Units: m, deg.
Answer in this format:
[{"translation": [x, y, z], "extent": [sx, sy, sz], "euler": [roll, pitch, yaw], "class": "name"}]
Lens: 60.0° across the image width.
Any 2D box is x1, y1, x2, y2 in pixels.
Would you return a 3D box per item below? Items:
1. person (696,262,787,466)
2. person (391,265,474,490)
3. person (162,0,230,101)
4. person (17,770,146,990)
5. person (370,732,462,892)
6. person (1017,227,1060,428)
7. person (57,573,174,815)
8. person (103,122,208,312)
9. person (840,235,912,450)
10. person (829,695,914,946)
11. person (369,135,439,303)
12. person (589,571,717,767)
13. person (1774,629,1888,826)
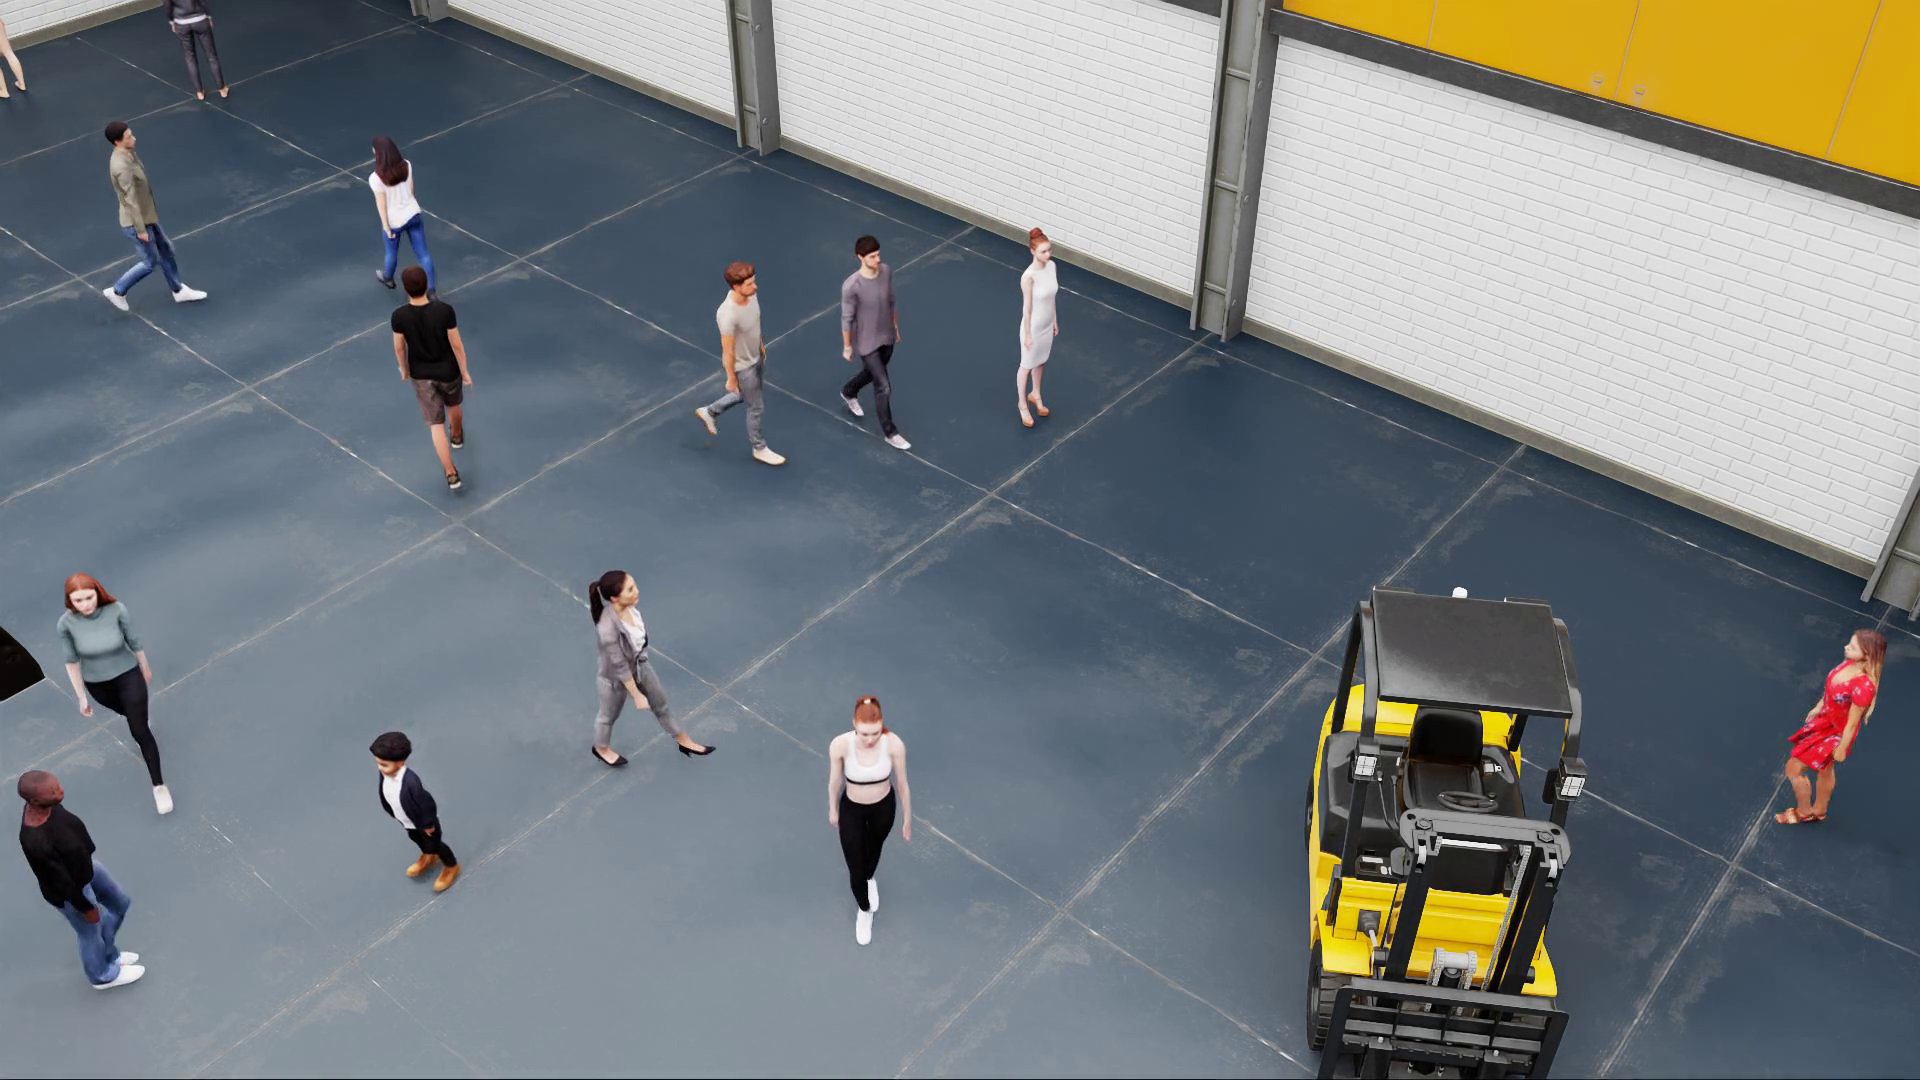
[{"translation": [-1.798, -1.429, 13.264], "extent": [1.158, 1.867, 0.965], "euler": [7, 39, 9], "class": "person"}, {"translation": [-4.136, -1.252, 13.081], "extent": [1.094, 1.819, 1.298], "euler": [-11, 40, -14], "class": "person"}, {"translation": [-8.744, -5.900, 18.939], "extent": [0.698, 1.772, 0.710], "euler": [-13, 41, -16], "class": "person"}, {"translation": [-4.984, 1.919, 9.177], "extent": [0.791, 1.736, 0.695], "euler": [-12, 40, -15], "class": "person"}, {"translation": [-3.266, 1.606, 9.986], "extent": [0.443, 1.215, 0.587], "euler": [21, 43, 24], "class": "person"}, {"translation": [0.632, -1.750, 13.726], "extent": [0.461, 1.793, 0.567], "euler": [28, 46, 31], "class": "person"}, {"translation": [-5.361, 0.857, 10.535], "extent": [0.968, 1.701, 1.234], "euler": [-14, 41, -17], "class": "person"}, {"translation": [-7.566, -2.896, 15.127], "extent": [1.136, 1.835, 1.153], "euler": [-13, 40, -16], "class": "person"}, {"translation": [-0.763, -1.673, 13.606], "extent": [1.122, 1.821, 0.704], "euler": [29, 47, 31], "class": "person"}, {"translation": [-0.542, 1.511, 9.694], "extent": [0.851, 1.729, 0.915], "euler": [-5, 39, -6], "class": "person"}, {"translation": [-5.052, -2.883, 15.257], "extent": [1.010, 1.653, 0.645], "euler": [30, 48, 32], "class": "person"}, {"translation": [-2.224, 0.870, 10.574], "extent": [1.149, 1.633, 0.950], "euler": [7, 39, 9], "class": "person"}, {"translation": [5.460, 1.195, 10.208], "extent": [0.726, 1.581, 0.678], "euler": [14, 41, 17], "class": "person"}]
